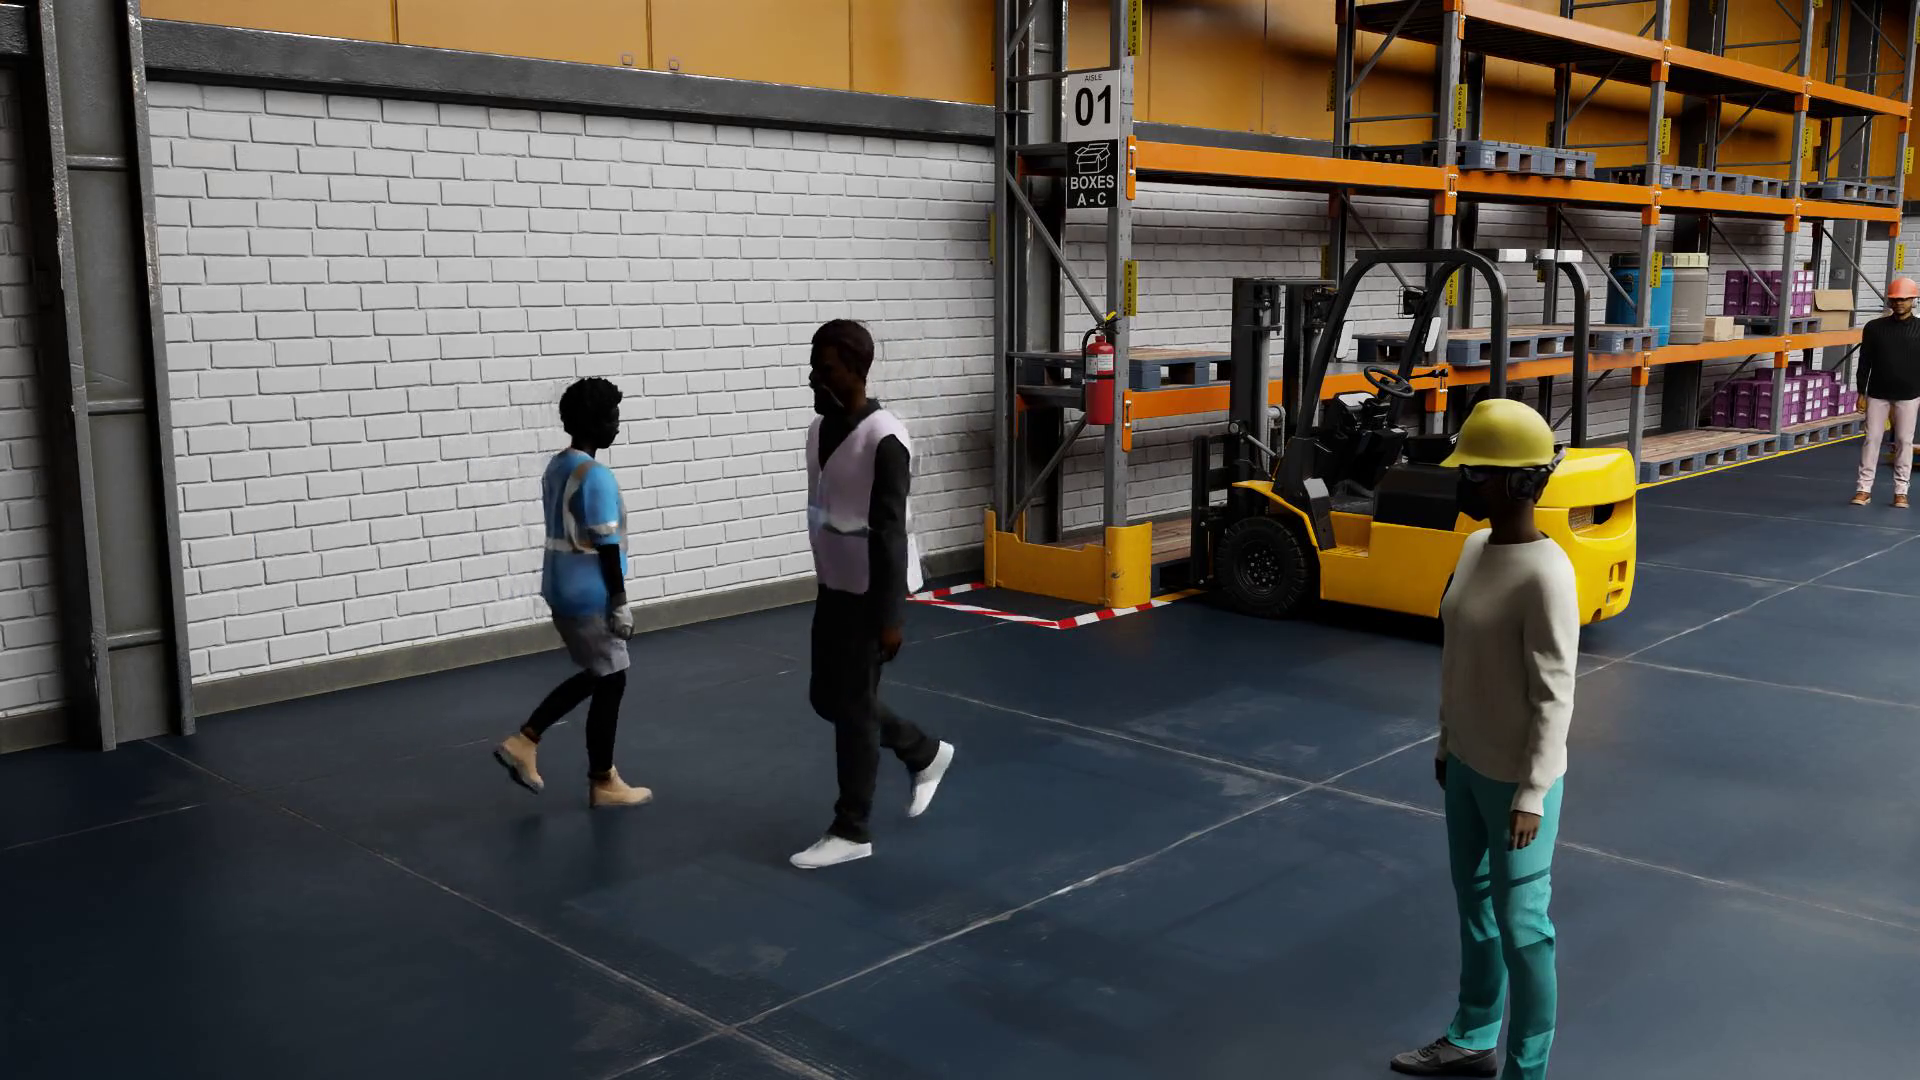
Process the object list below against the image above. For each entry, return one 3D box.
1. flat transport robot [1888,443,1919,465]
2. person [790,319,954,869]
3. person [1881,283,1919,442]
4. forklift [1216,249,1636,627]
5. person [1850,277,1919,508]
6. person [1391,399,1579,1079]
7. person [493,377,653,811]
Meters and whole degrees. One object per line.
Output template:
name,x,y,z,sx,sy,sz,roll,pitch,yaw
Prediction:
flat transport robot,10.161,-0.827,16.996,0.652,0.197,1.431,1,9,4
person,-0.304,0.180,5.829,0.627,1.906,0.596,-6,11,-31
person,11.217,-2.105,19.813,0.540,1.916,0.498,8,12,40
forklift,2.710,-0.584,9.626,2.313,2.155,1.214,9,13,43
person,8.135,-1.277,14.481,0.612,1.996,0.388,7,11,35
person,1.283,0.544,4.019,0.316,1.769,0.525,-1,9,-8
person,-1.461,0.222,6.288,0.477,1.675,0.536,-5,11,-29
